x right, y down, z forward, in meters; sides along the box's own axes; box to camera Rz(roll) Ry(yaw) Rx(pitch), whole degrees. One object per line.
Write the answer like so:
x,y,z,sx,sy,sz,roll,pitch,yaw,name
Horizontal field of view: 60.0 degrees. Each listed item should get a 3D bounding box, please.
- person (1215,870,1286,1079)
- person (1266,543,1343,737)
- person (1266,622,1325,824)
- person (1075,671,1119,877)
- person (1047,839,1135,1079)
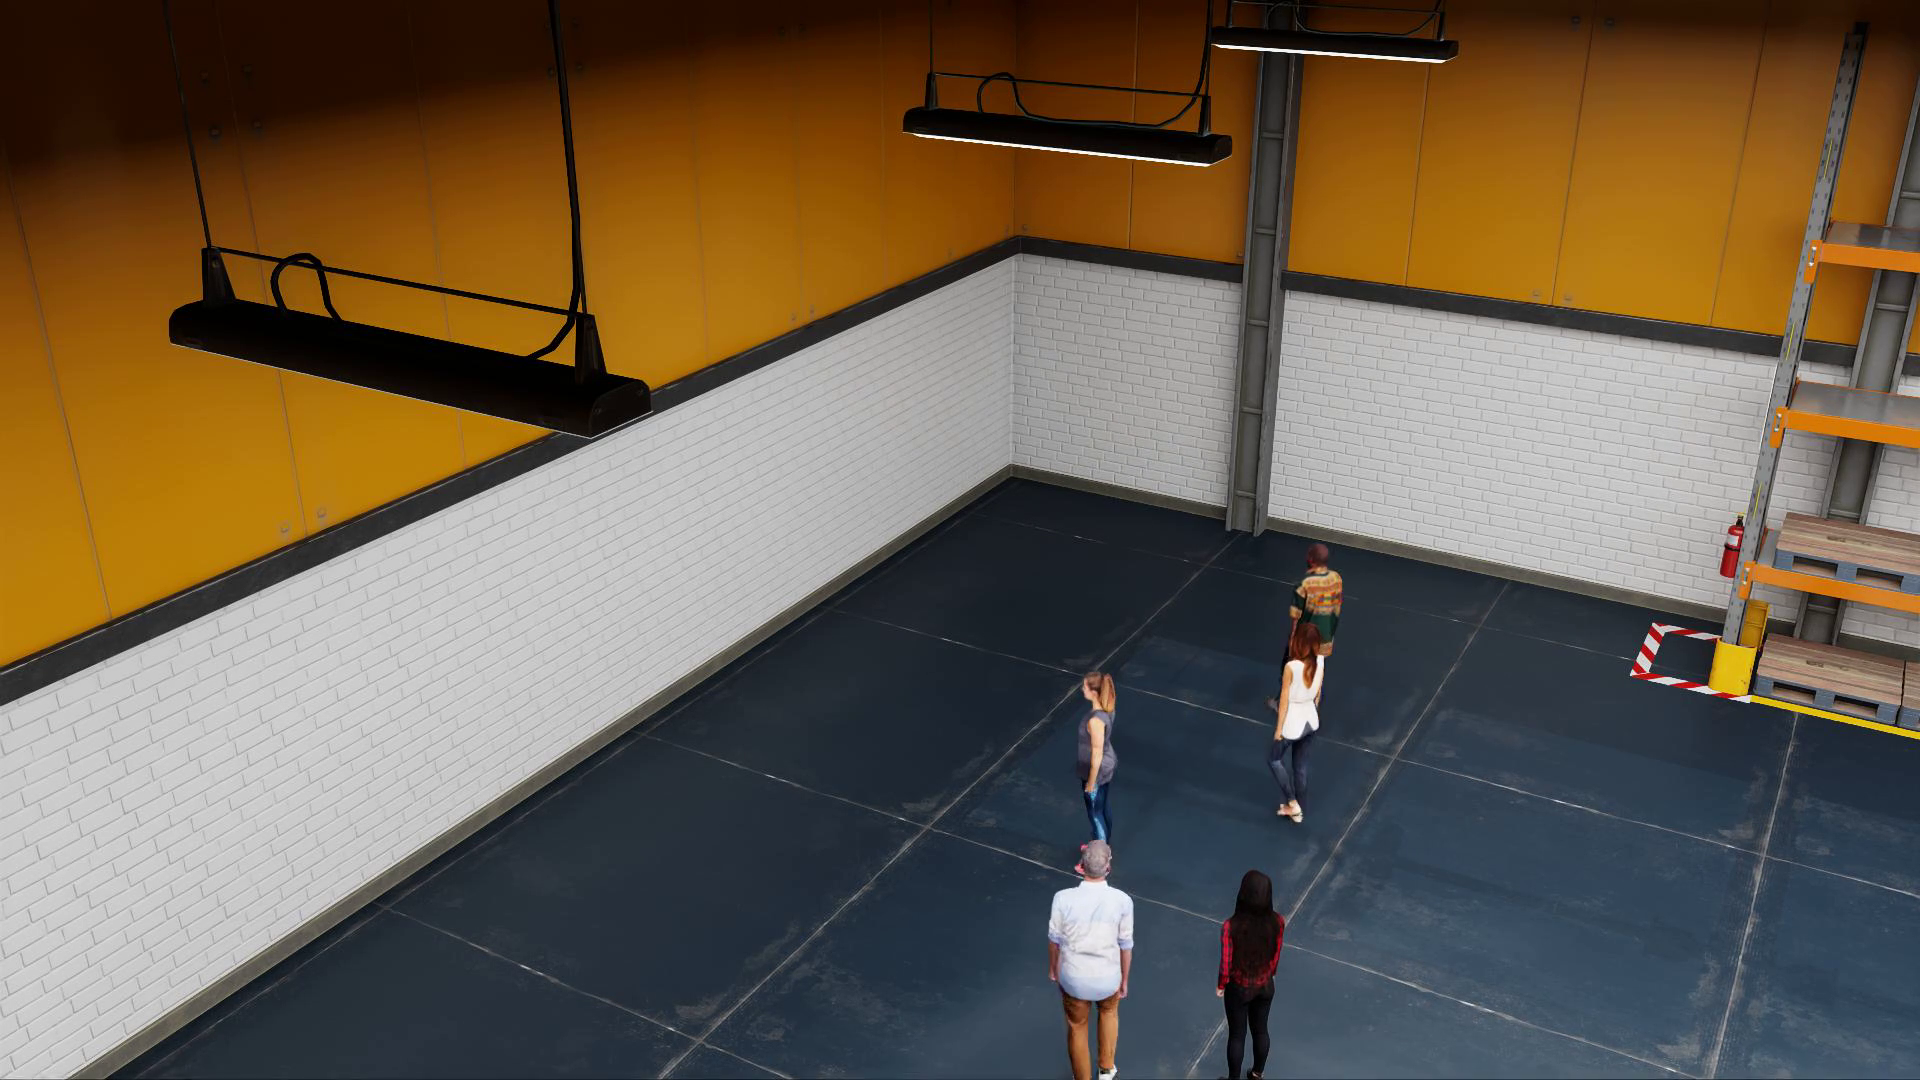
1.842,2.821,10.532,0.660,1.658,0.706,-8,25,-17,person
3.159,0.914,14.734,0.986,1.785,1.071,-9,25,-20,person
2.766,1.523,13.354,0.728,1.776,0.752,-13,27,-27,person
1.058,1.785,12.819,0.602,1.725,0.617,7,24,15,person
0.819,2.772,10.453,0.753,1.810,0.864,0,24,1,person
